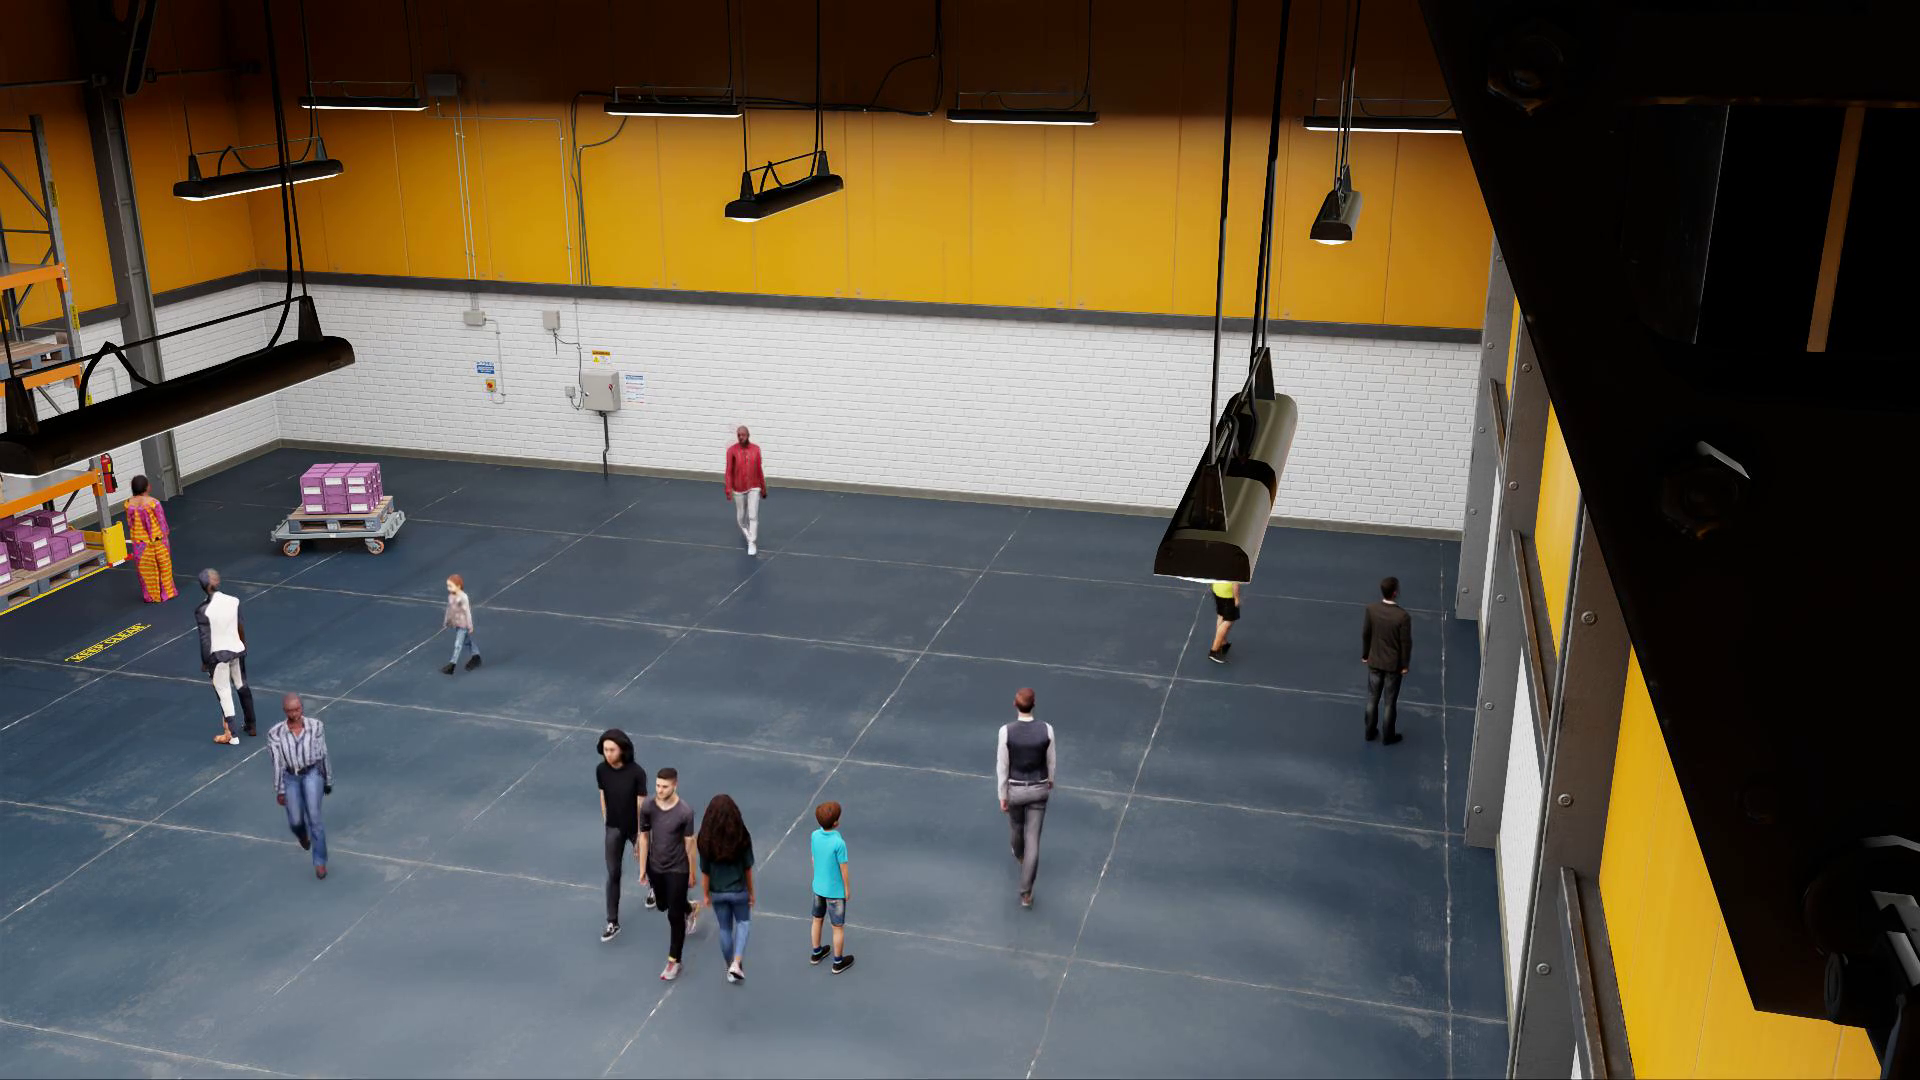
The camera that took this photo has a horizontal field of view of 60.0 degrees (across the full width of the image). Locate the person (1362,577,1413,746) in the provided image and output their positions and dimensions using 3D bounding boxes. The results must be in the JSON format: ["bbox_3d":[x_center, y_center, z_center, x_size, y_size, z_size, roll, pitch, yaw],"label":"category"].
[{"bbox_3d":[4.433,1.251,17.324,0.755,1.801,0.706,15,24,37],"label":"person"}]

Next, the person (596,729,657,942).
[{"bbox_3d":[-2.750,2.376,13.998,0.679,1.793,1.165,4,19,11],"label":"person"}]

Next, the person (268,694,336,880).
[{"bbox_3d":[-5.841,2.141,14.736,0.906,1.766,0.981,-10,21,-28],"label":"person"}]

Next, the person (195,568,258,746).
[{"bbox_3d":[-7.661,1.201,17.331,0.804,1.892,0.639,11,22,30],"label":"person"}]

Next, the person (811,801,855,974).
[{"bbox_3d":[-1.057,2.769,13.372,0.575,1.447,0.575,13,23,34],"label":"person"}]

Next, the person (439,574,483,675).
[{"bbox_3d":[-5.713,0.958,19.194,0.719,1.164,0.885,16,24,39],"label":"person"}]

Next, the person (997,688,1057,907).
[{"bbox_3d":[0.583,2.223,14.295,0.815,1.893,1.251,1,19,4],"label":"person"}]

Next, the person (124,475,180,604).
[{"bbox_3d":[-10.416,-0.038,21.360,0.706,1.669,0.721,1,19,2],"label":"person"}]

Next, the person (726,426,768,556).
[{"bbox_3d":[-2.990,-0.750,23.290,1.008,1.786,1.250,-3,19,-9],"label":"person"}]

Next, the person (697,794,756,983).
[{"bbox_3d":[-1.821,2.791,13.060,0.713,1.604,0.797,-1,19,-4],"label":"person"}]

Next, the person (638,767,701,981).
[{"bbox_3d":[-2.286,2.607,13.393,0.691,1.741,1.046,7,20,19],"label":"person"}]
